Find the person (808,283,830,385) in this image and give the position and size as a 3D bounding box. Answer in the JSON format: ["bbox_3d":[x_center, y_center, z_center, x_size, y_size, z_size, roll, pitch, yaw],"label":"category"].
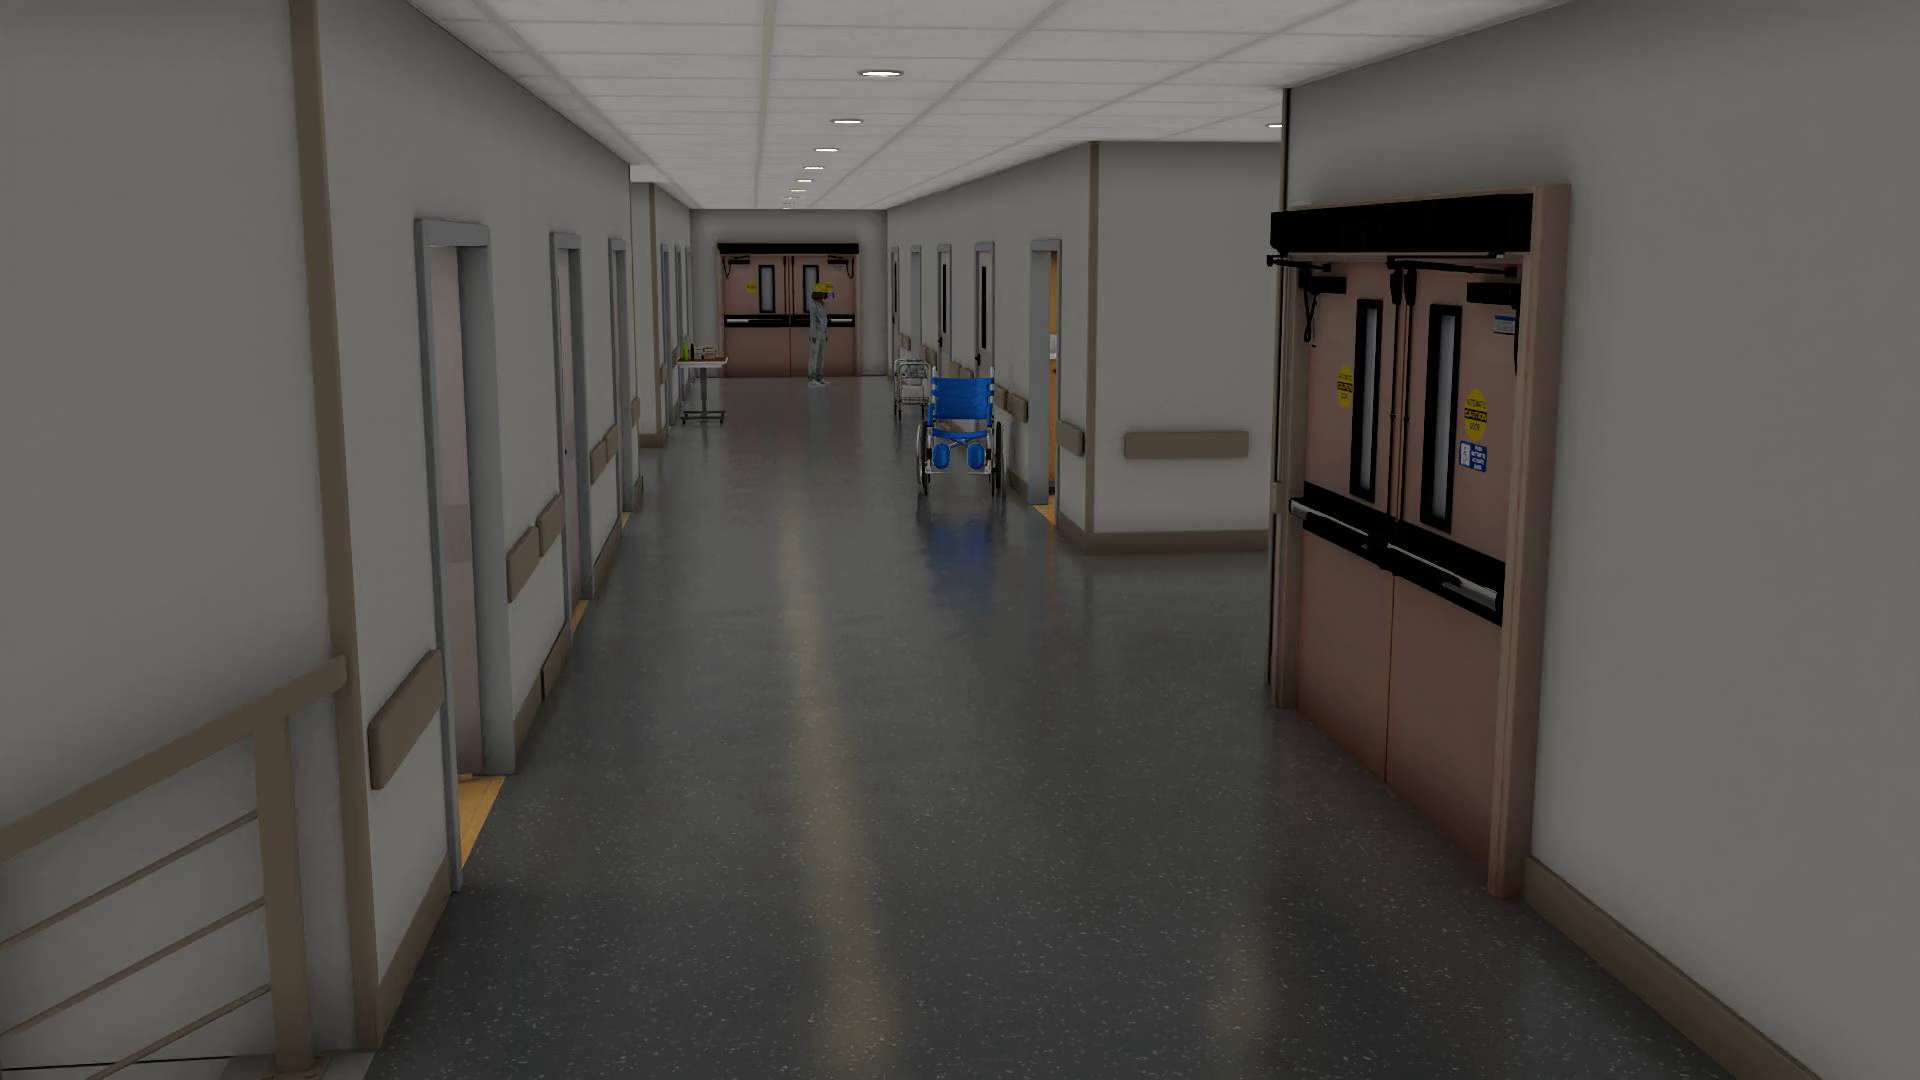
[{"bbox_3d":[-2.389,-3.492,28.267,0.345,1.735,0.485,4,11,23],"label":"person"}]
